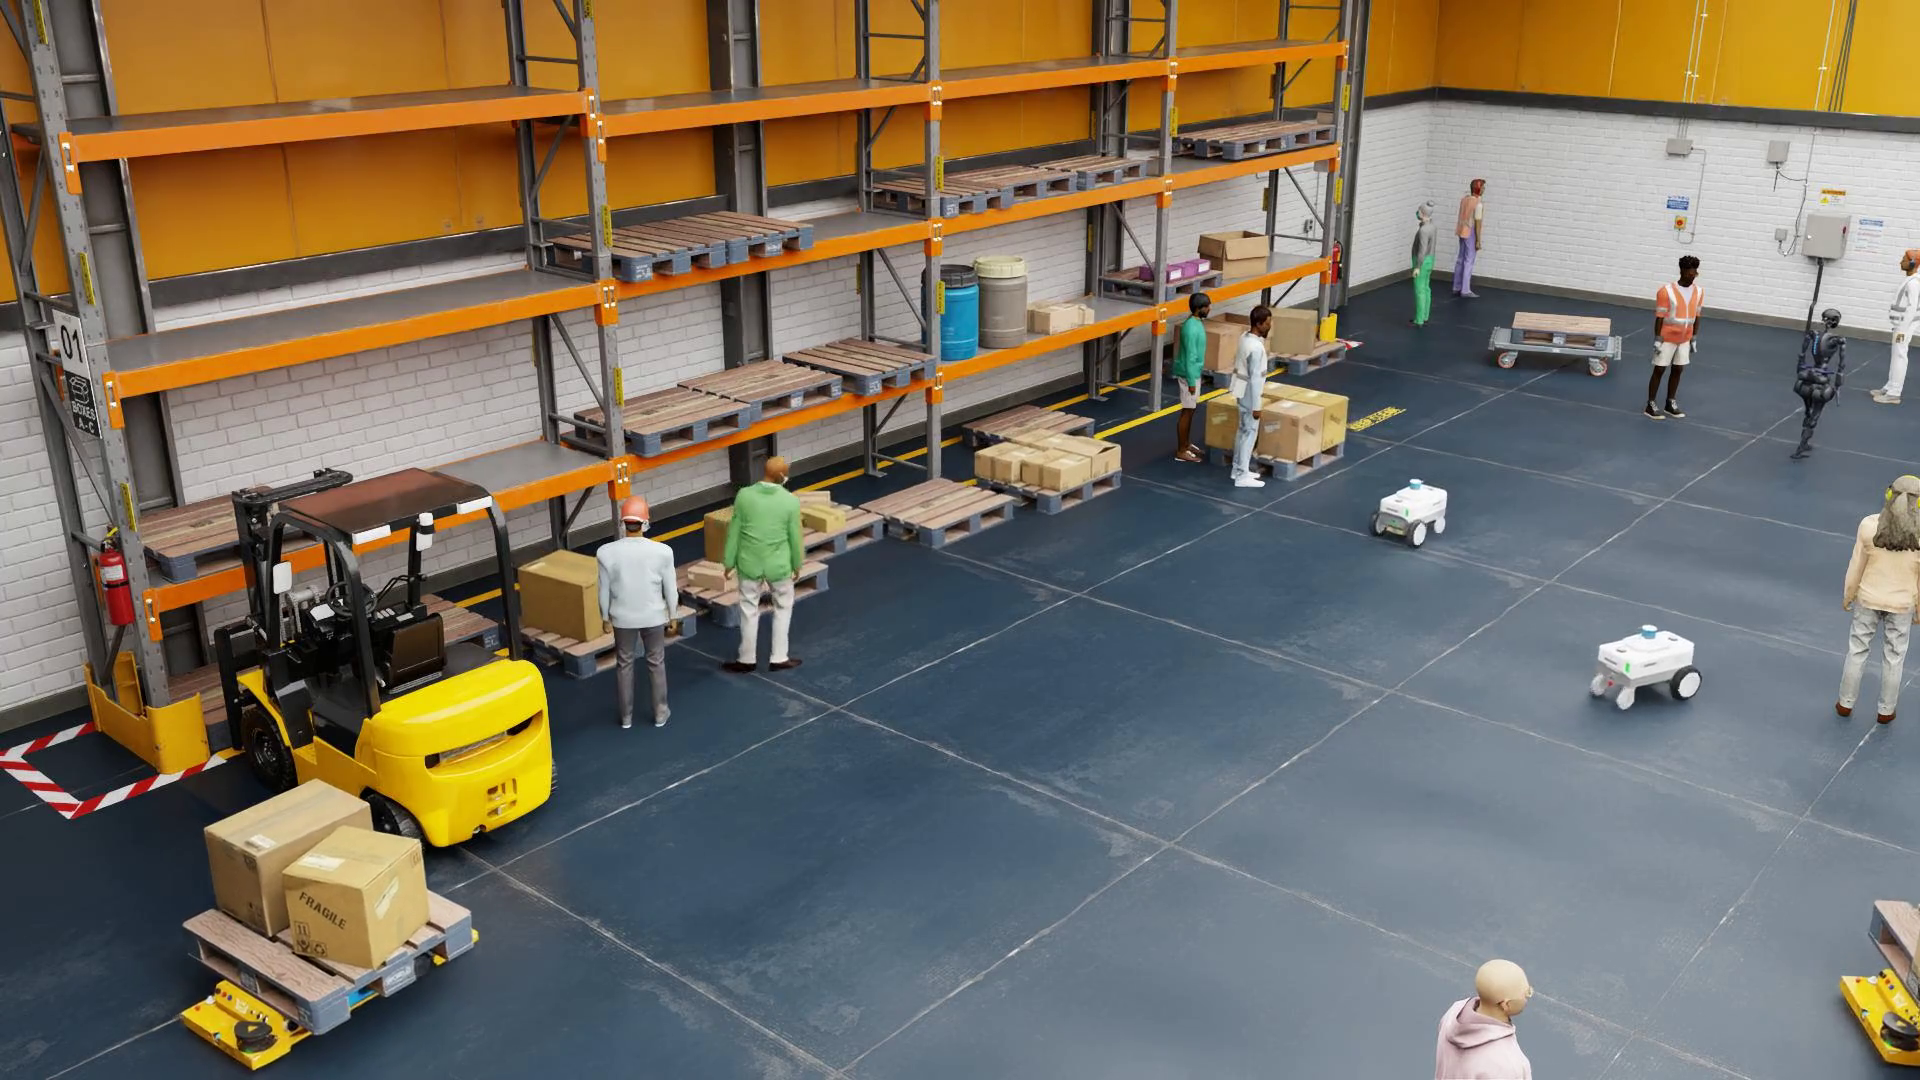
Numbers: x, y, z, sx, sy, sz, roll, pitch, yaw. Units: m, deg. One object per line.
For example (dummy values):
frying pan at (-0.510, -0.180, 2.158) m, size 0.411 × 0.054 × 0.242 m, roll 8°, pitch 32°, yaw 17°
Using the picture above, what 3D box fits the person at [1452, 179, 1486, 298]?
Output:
person at (7.987, -4.742, 26.123) m, size 0.374 × 1.843 × 0.567 m, roll -5°, pitch 21°, yaw -12°

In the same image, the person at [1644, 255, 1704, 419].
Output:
person at (8.435, -2.391, 19.603) m, size 0.596 × 1.958 × 0.374 m, roll -4°, pitch 21°, yaw -12°

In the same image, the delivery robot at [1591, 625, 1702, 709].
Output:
delivery robot at (5.202, 0.944, 12.608) m, size 0.817 × 0.614 × 0.499 m, roll -9°, pitch 22°, yaw -23°

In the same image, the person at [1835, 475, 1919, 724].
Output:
person at (6.704, 0.438, 12.049) m, size 0.554 × 1.877 × 0.408 m, roll 12°, pitch 23°, yaw 29°

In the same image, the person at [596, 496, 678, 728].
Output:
person at (-2.315, 0.524, 12.009) m, size 0.571 × 1.739 × 0.347 m, roll -3°, pitch 20°, yaw -8°

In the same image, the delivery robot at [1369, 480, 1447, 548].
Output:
delivery robot at (4.310, -0.264, 15.882) m, size 0.808 × 0.614 × 0.499 m, roll -17°, pitch 26°, yaw -39°

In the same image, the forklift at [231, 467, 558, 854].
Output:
forklift at (-3.730, 0.710, 10.856) m, size 2.313 × 2.155 × 1.214 m, roll 17°, pitch 26°, yaw 38°

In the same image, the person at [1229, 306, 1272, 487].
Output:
person at (2.999, -1.482, 17.211) m, size 0.408 × 1.906 × 0.597 m, roll -1°, pitch 20°, yaw -2°

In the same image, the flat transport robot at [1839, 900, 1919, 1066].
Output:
flat transport robot at (5.491, 2.520, 8.722) m, size 1.431 × 0.231 × 0.659 m, roll 2°, pitch 20°, yaw 7°

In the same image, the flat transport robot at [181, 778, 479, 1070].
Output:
flat transport robot at (-3.446, 2.360, 9.155) m, size 0.659 × 0.231 × 1.431 m, roll 14°, pitch 24°, yaw 33°

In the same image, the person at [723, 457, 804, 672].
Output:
person at (-1.561, 0.202, 12.876) m, size 0.692 × 1.754 × 0.385 m, roll 0°, pitch 20°, yaw -1°

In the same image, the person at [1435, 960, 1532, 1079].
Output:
person at (2.062, 2.465, 6.685) m, size 0.401 × 1.783 × 0.523 m, roll -4°, pitch 21°, yaw -11°

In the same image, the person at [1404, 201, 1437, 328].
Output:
person at (6.710, -4.010, 24.142) m, size 0.325 × 1.842 × 0.524 m, roll 12°, pitch 23°, yaw 30°

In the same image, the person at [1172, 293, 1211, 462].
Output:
person at (2.509, -1.777, 18.098) m, size 0.404 × 1.843 × 0.496 m, roll 5°, pitch 21°, yaw 13°

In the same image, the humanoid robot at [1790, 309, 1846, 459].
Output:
humanoid robot at (9.416, -1.725, 18.203) m, size 0.567 × 1.639 × 0.608 m, roll -9°, pitch 22°, yaw -23°

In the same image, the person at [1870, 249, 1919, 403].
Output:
person at (11.483, -2.607, 20.285) m, size 0.360 × 1.882 × 0.572 m, roll 9°, pitch 22°, yaw 24°
